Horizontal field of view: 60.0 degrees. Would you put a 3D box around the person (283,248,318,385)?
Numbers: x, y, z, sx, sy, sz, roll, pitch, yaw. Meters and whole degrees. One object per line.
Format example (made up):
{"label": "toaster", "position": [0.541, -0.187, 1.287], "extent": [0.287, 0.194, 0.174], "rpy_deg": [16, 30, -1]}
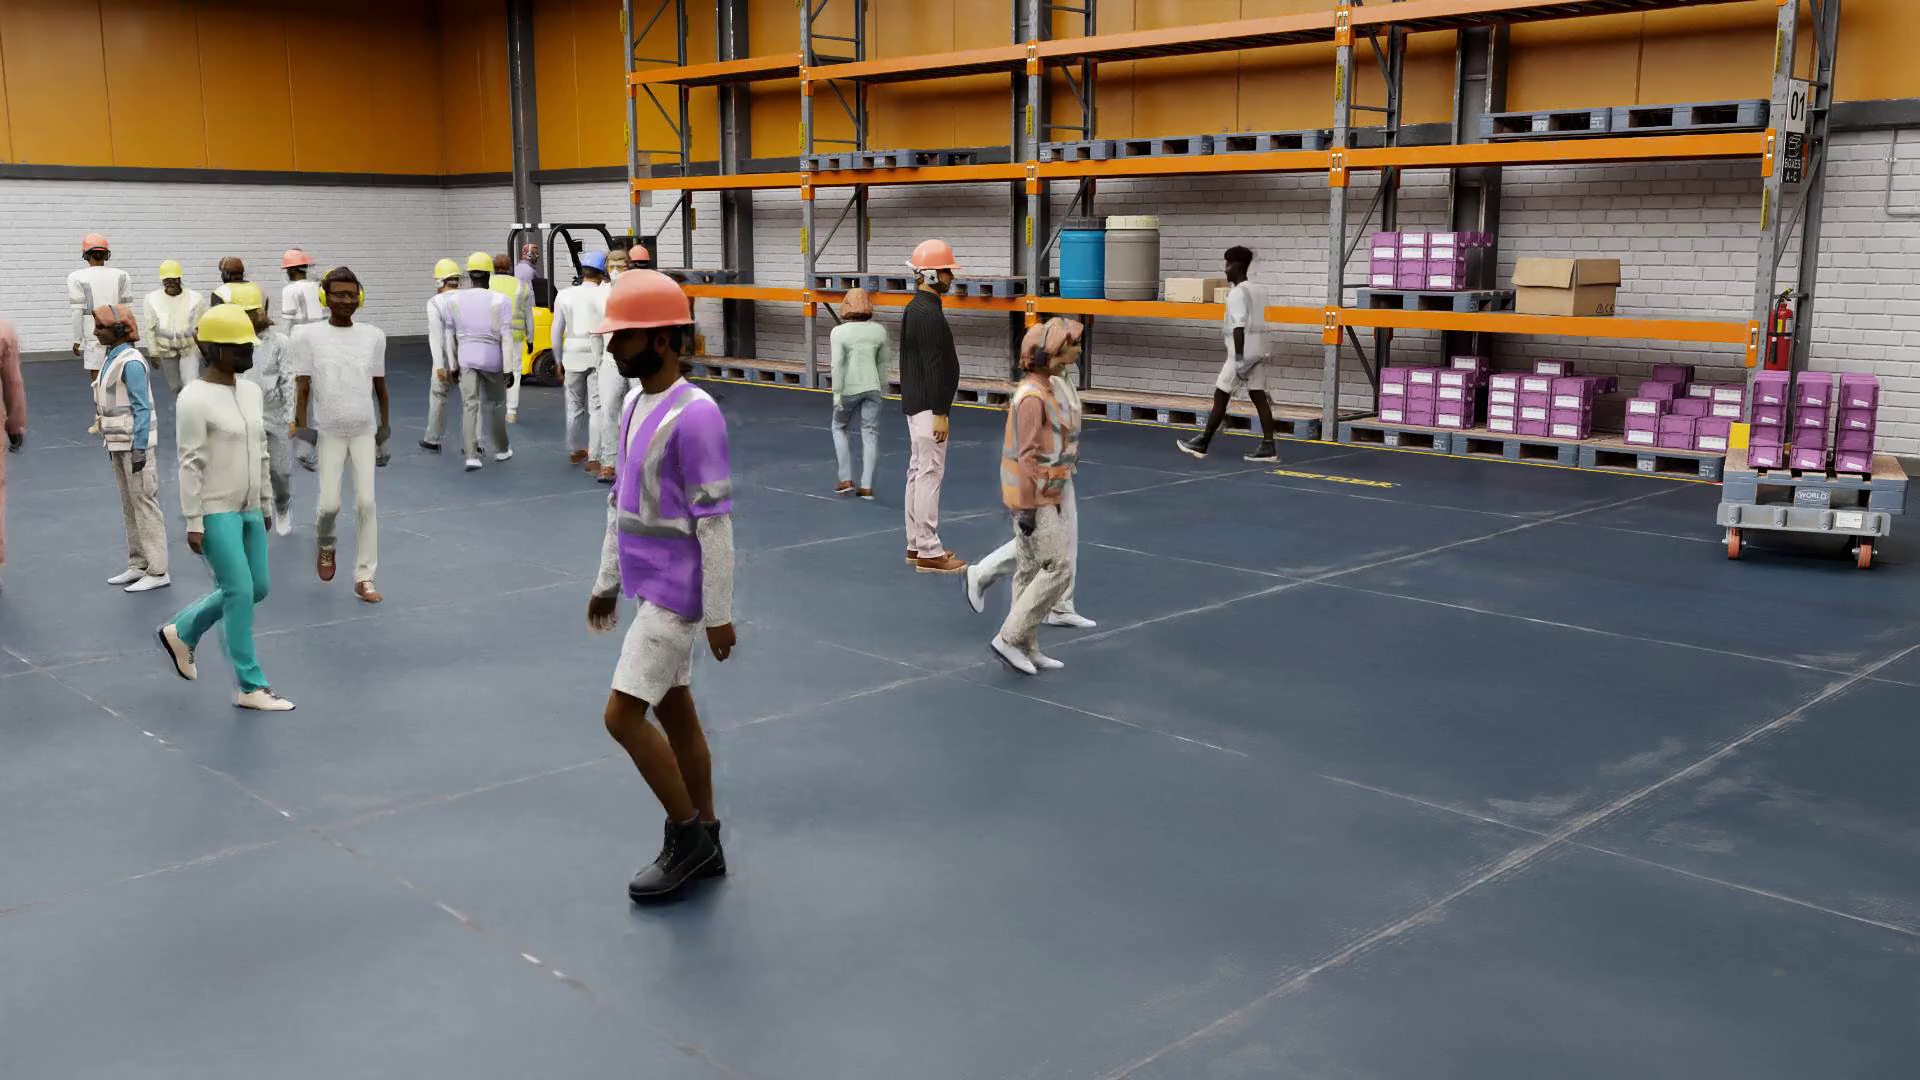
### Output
{"label": "person", "position": [-8.941, -3.019, 22.560], "extent": [0.505, 1.836, 0.850], "rpy_deg": [-9, 14, -40]}

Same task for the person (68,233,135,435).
{"label": "person", "position": [-8.711, -2.084, 16.904], "extent": [0.374, 2.043, 0.614], "rpy_deg": [9, 14, 41]}

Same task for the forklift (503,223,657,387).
{"label": "forklift", "position": [-5.316, -3.263, 22.920], "extent": [2.313, 2.155, 1.214], "rpy_deg": [-10, 14, -44]}

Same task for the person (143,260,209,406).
{"label": "person", "position": [-7.924, -1.940, 16.863], "extent": [0.595, 1.774, 0.941], "rpy_deg": [-3, 11, -17]}

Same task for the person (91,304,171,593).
{"label": "person", "position": [-4.746, -0.524, 9.503], "extent": [0.308, 1.636, 0.523], "rpy_deg": [-9, 14, -41]}

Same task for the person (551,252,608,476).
{"label": "person", "position": [-3.172, -1.511, 14.230], "extent": [0.626, 1.884, 0.899], "rpy_deg": [-1, 10, -3]}

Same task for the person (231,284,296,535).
{"label": "person", "position": [-4.560, -0.806, 10.829], "extent": [0.486, 1.714, 0.732], "rpy_deg": [-3, 11, -18]}

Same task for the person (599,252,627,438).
{"label": "person", "position": [-3.525, -1.981, 16.844], "extent": [0.578, 1.862, 0.735], "rpy_deg": [-7, 13, -34]}

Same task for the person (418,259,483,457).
{"label": "person", "position": [-4.710, -1.673, 15.332], "extent": [0.852, 1.797, 0.600], "rpy_deg": [9, 14, 41]}

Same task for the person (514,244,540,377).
{"label": "person", "position": [-6.139, -3.281, 23.829], "extent": [0.403, 1.900, 0.647], "rpy_deg": [-5, 11, -24]}

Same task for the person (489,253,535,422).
{"label": "person", "position": [-4.925, -2.178, 17.994], "extent": [0.659, 1.828, 0.435], "rpy_deg": [-4, 11, -18]}

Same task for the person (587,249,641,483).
{"label": "person", "position": [-2.769, -1.419, 13.662], "extent": [0.649, 1.905, 0.901], "rpy_deg": [1, 10, 4]}

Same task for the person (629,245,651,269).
{"label": "person", "position": [-3.571, -2.307, 18.492], "extent": [0.577, 1.898, 0.942], "rpy_deg": [-8, 13, -36]}

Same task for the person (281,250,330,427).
{"label": "person", "position": [-6.772, -2.066, 17.294], "extent": [1.002, 1.889, 0.543], "rpy_deg": [3, 11, 18]}

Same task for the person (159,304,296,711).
{"label": "person", "position": [-3.189, -0.135, 7.106], "extent": [0.647, 1.746, 0.530], "rpy_deg": [2, 11, 11]}

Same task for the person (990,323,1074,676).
{"label": "person", "position": [0.353, -0.172, 7.605], "extent": [0.338, 1.627, 0.527], "rpy_deg": [-1, 10, -3]}

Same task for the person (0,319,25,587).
{"label": "person", "position": [-5.729, -0.643, 9.508], "extent": [0.679, 1.864, 0.932], "rpy_deg": [-8, 13, -37]}

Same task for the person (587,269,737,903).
{"label": "person", "position": [-0.938, 0.151, 5.054], "extent": [0.505, 1.919, 0.554], "rpy_deg": [-5, 11, -24]}

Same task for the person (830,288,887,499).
{"label": "person", "position": [-0.808, -1.136, 12.888], "extent": [0.516, 1.609, 0.564], "rpy_deg": [-6, 12, -28]}

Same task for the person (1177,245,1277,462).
{"label": "person", "position": [2.458, -1.670, 14.963], "extent": [0.960, 1.917, 0.620], "rpy_deg": [7, 12, 33]}

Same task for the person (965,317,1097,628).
{"label": "person", "position": [0.385, -0.345, 8.579], "extent": [0.629, 1.608, 0.518], "rpy_deg": [3, 11, 18]}

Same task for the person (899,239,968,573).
{"label": "person", "position": [-0.173, -0.801, 10.038], "extent": [0.380, 1.995, 0.611], "rpy_deg": [-2, 11, -12]}

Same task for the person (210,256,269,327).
{"label": "person", "position": [-7.009, -1.860, 16.276], "extent": [0.693, 1.826, 0.638], "rpy_deg": [6, 12, 30]}

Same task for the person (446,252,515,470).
{"label": "person", "position": [-4.192, -1.573, 14.578], "extent": [0.602, 1.876, 0.978], "rpy_deg": [0, 10, -1]}

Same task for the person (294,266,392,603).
{"label": "person", "position": [-3.437, -0.591, 9.267], "extent": [0.528, 1.858, 0.608], "rpy_deg": [-6, 12, -31]}
